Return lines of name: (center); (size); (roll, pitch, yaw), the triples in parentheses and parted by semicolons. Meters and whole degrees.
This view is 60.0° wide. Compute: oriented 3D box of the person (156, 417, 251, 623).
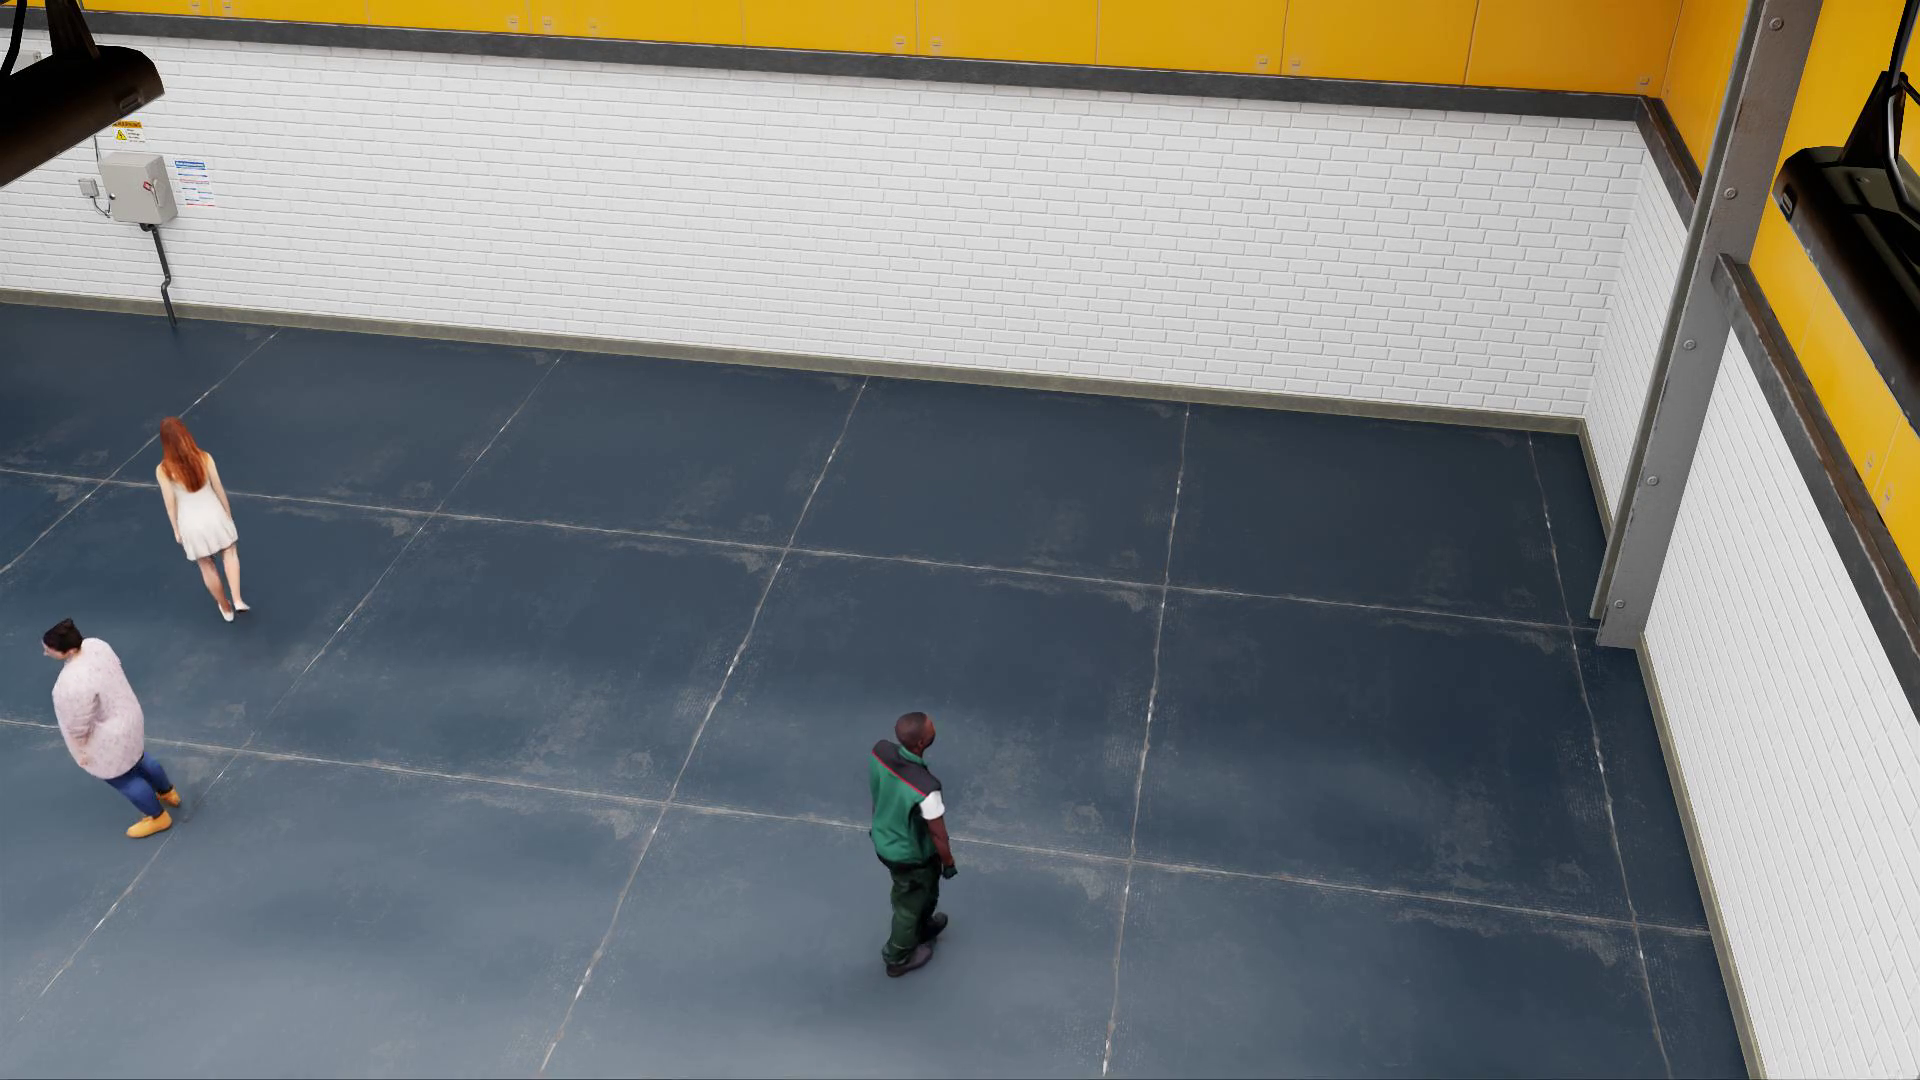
person: (-5.404, -0.092, 11.918); (0.764, 1.706, 0.829); (-18, 38, -25)

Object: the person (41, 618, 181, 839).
person: (-5.134, 1.119, 10.091); (0.864, 1.711, 0.674); (5, 34, 8)

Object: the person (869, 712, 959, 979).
person: (-0.344, 1.707, 9.105); (0.949, 1.823, 0.890); (-22, 40, -30)
